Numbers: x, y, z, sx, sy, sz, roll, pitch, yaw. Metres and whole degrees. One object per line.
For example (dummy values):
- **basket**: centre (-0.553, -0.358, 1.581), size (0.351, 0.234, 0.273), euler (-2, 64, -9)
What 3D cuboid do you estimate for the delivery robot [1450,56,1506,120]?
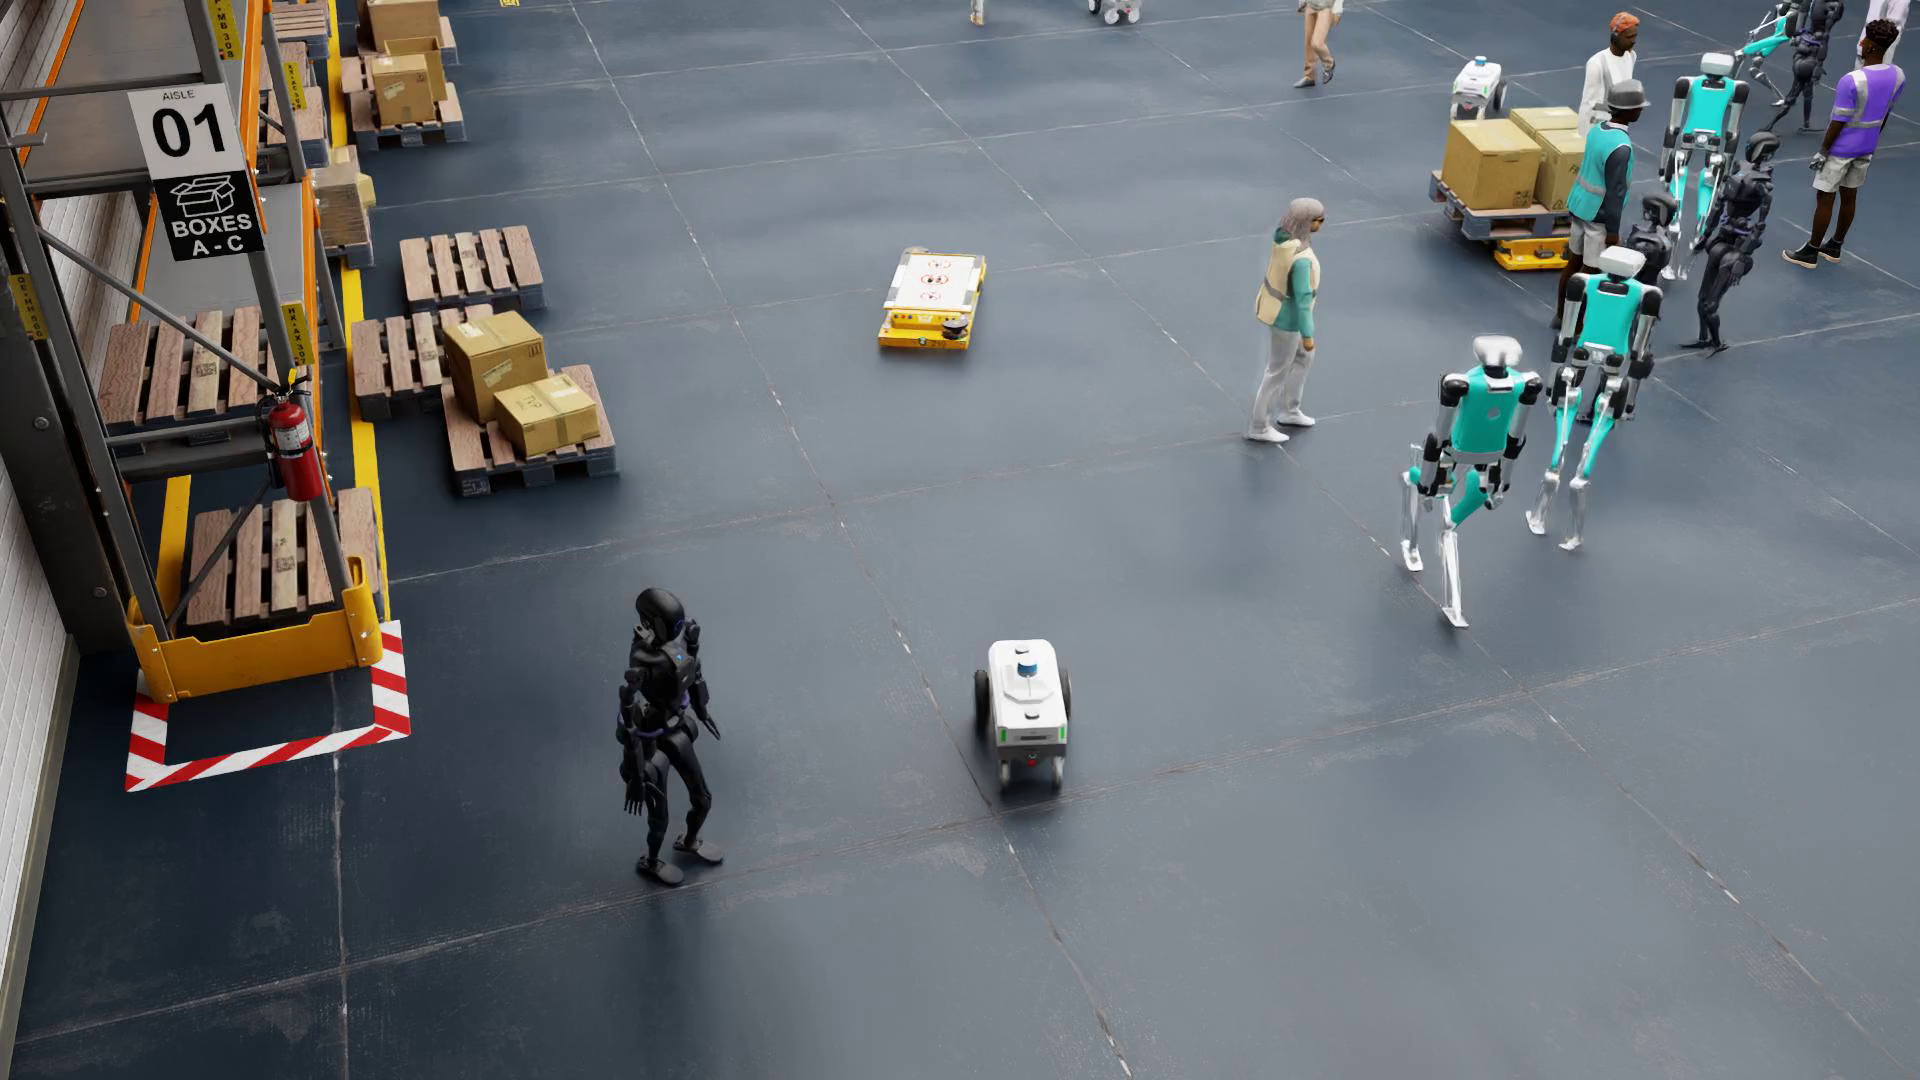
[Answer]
- **delivery robot**: centre (5.117, -4.483, 16.483), size (0.499, 0.606, 0.807), euler (15, 36, 21)

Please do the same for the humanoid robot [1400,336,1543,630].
- **humanoid robot**: centre (2.722, -0.431, 9.216), size (0.540, 1.761, 1.028), euler (-3, 33, -5)

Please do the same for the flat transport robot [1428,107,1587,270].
- **flat transport robot**: centre (4.626, -2.619, 13.876), size (0.659, 0.231, 1.431), euler (-3, 33, -5)

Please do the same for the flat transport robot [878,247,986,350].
- **flat transport robot**: centre (-0.193, -1.856, 12.706), size (0.659, 0.231, 1.431), euler (4, 33, 5)

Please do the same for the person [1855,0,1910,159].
- **person**: centre (8.403, -4.454, 15.177), size (0.395, 1.929, 0.557), euler (4, 33, 5)

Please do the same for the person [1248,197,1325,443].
- **person**: centre (2.190, -1.392, 10.693), size (0.625, 1.687, 0.499), euler (0, 33, 0)

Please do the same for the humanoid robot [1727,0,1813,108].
- **humanoid robot**: centre (7.928, -5.071, 16.333), size (1.012, 1.772, 0.537), euler (2, 33, 2)

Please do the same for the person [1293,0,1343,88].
- **person**: centre (3.628, -5.346, 16.787), size (0.455, 1.647, 0.563), euler (-21, 39, -29)

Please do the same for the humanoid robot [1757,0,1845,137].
- **humanoid robot**: centre (8.003, -4.556, 15.567), size (0.629, 1.637, 0.610), euler (8, 34, 12)

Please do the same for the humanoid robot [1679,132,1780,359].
- **humanoid robot**: centre (5.452, -2.089, 11.783), size (0.346, 1.652, 0.601), euler (-4, 33, -7)

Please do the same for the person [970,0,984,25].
- **person**: centre (0.161, -6.898, 18.988), size (0.481, 1.849, 0.764), euler (-11, 35, -16)

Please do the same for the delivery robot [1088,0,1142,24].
- **delivery robot**: centre (1.822, -6.339, 19.332), size (0.525, 0.608, 0.779), euler (-9, 34, -14)

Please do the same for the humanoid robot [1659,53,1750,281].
- **humanoid robot**: centre (5.627, -2.755, 12.741), size (0.532, 1.772, 0.800), euler (10, 34, 15)

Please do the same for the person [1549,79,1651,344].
- **person**: centre (4.561, -2.340, 11.919), size (0.418, 1.940, 0.552), euler (-2, 33, -3)

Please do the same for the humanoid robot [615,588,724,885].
- **humanoid robot**: centre (-1.300, 0.859, 7.256), size (0.409, 1.633, 0.598), euler (15, 36, 21)

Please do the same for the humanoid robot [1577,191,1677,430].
- **humanoid robot**: centre (4.391, -1.479, 10.838), size (0.430, 1.646, 0.603), euler (22, 39, 30)

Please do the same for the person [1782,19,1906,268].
- **person**: centre (6.970, -3.098, 13.058), size (0.605, 1.965, 0.368), euler (-13, 35, -19)

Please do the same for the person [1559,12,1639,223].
- **person**: centre (5.177, -3.319, 13.472), size (0.579, 1.882, 0.340), euler (-24, 40, -32)

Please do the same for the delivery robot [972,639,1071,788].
- **delivery robot**: centre (0.330, 0.826, 8.345), size (0.499, 0.612, 0.805), euler (-2, 33, -3)

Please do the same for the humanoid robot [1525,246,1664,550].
- **humanoid robot**: centre (3.627, -0.762, 9.689), size (0.531, 1.771, 0.792), euler (18, 37, 25)
